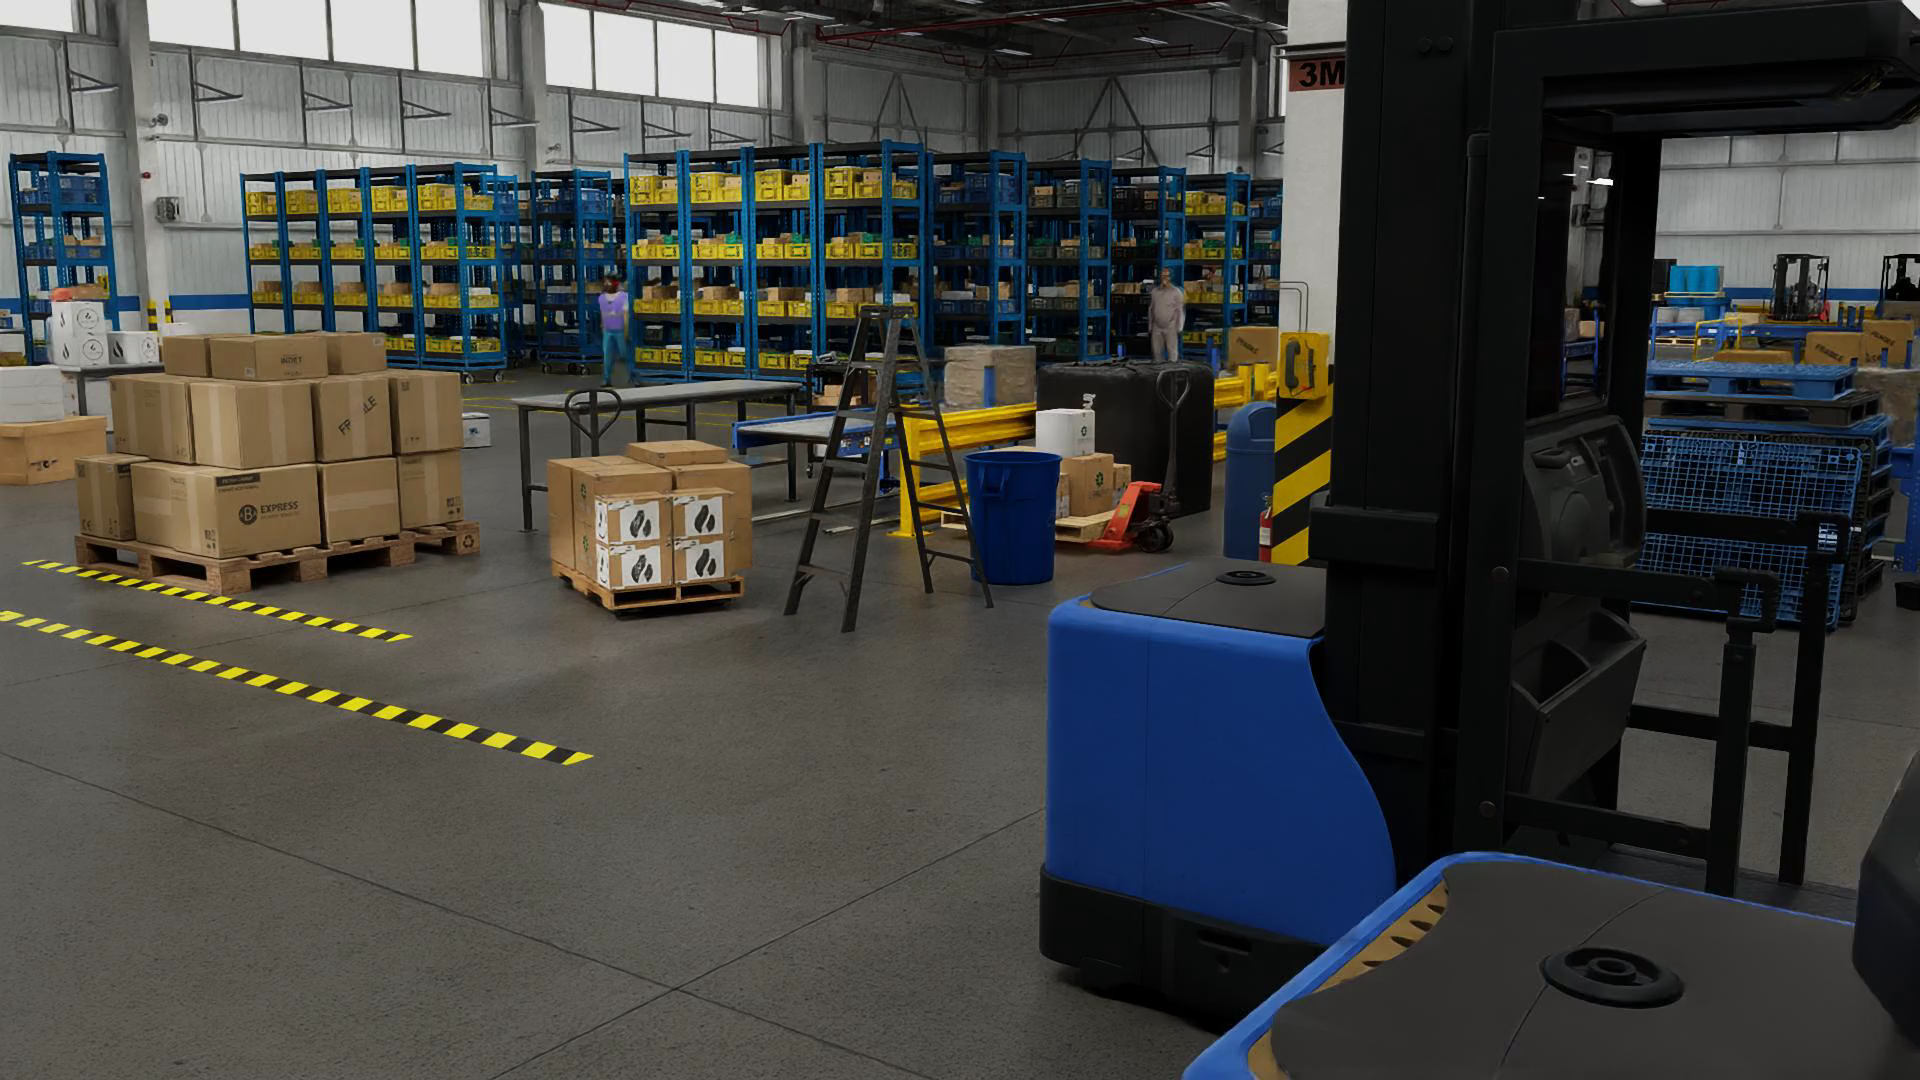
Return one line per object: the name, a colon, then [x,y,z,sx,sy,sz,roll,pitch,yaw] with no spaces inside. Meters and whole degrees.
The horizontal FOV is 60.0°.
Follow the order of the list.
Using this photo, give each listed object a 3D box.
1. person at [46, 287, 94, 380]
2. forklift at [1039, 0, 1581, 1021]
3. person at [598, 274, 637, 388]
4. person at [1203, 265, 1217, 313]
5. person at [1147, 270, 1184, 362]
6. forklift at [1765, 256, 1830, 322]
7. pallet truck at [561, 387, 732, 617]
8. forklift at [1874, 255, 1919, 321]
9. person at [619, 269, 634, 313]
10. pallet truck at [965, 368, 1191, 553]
person: [-10.538,-2.139,19.751,0.578,1.715,0.779,0,10,0]
forklift: [1.249,-0.137,4.360,1.873,2.768,1.129,7,12,35]
person: [-5.549,-3.384,26.844,0.570,1.820,0.838,3,10,15]
person: [7.322,-7.101,48.515,0.406,1.987,0.608,-9,13,-43]
person: [3.363,-3.472,27.241,0.655,1.875,0.495,6,11,32]
forklift: [20.253,-5.854,40.139,1.157,1.987,2.680,7,12,35]
pallet truck: [-1.981,-0.274,10.088,0.680,1.201,1.601,-5,11,-28]
forklift: [22.089,-5.634,38.796,1.157,1.987,2.680,6,11,33]
person: [-8.225,-5.725,40.797,0.633,1.811,0.532,4,10,24]
pallet truck: [0.845,-0.609,11.869,1.630,1.274,0.653,7,12,35]
